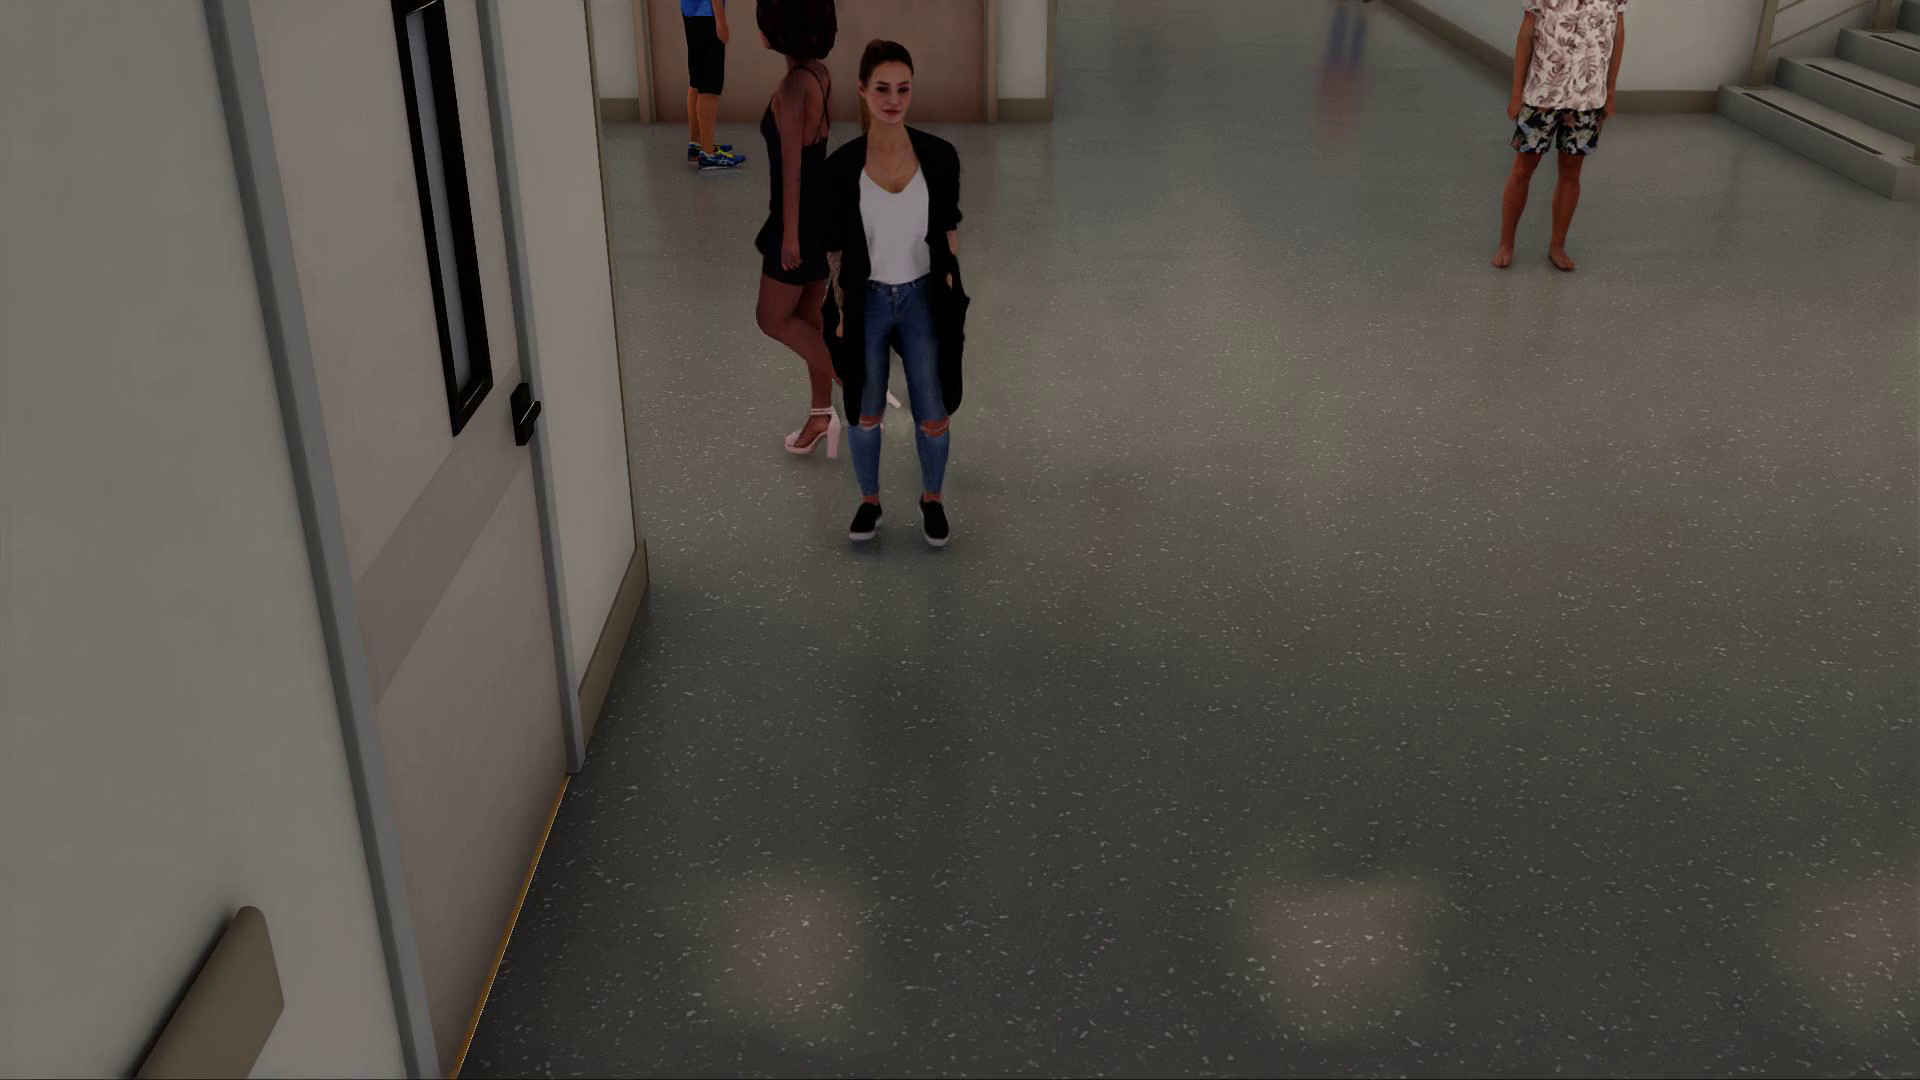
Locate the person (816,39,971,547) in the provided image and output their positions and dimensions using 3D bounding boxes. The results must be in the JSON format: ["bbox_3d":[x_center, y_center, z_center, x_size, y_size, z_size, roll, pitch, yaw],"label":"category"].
[{"bbox_3d":[-0.220,-0.762,5.373,0.615,1.673,0.738,-2,26,-4],"label":"person"}]

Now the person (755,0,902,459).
[{"bbox_3d":[-0.464,-1.094,5.942,0.789,1.776,0.643,5,26,9],"label":"person"}]

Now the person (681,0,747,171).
[{"bbox_3d":[-1.601,-3.282,10.381,0.681,1.862,0.678,-10,27,-19],"label":"person"}]

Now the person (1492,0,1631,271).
[{"bbox_3d":[3.033,-2.285,8.369,0.542,1.814,0.764,4,26,8],"label":"person"}]
